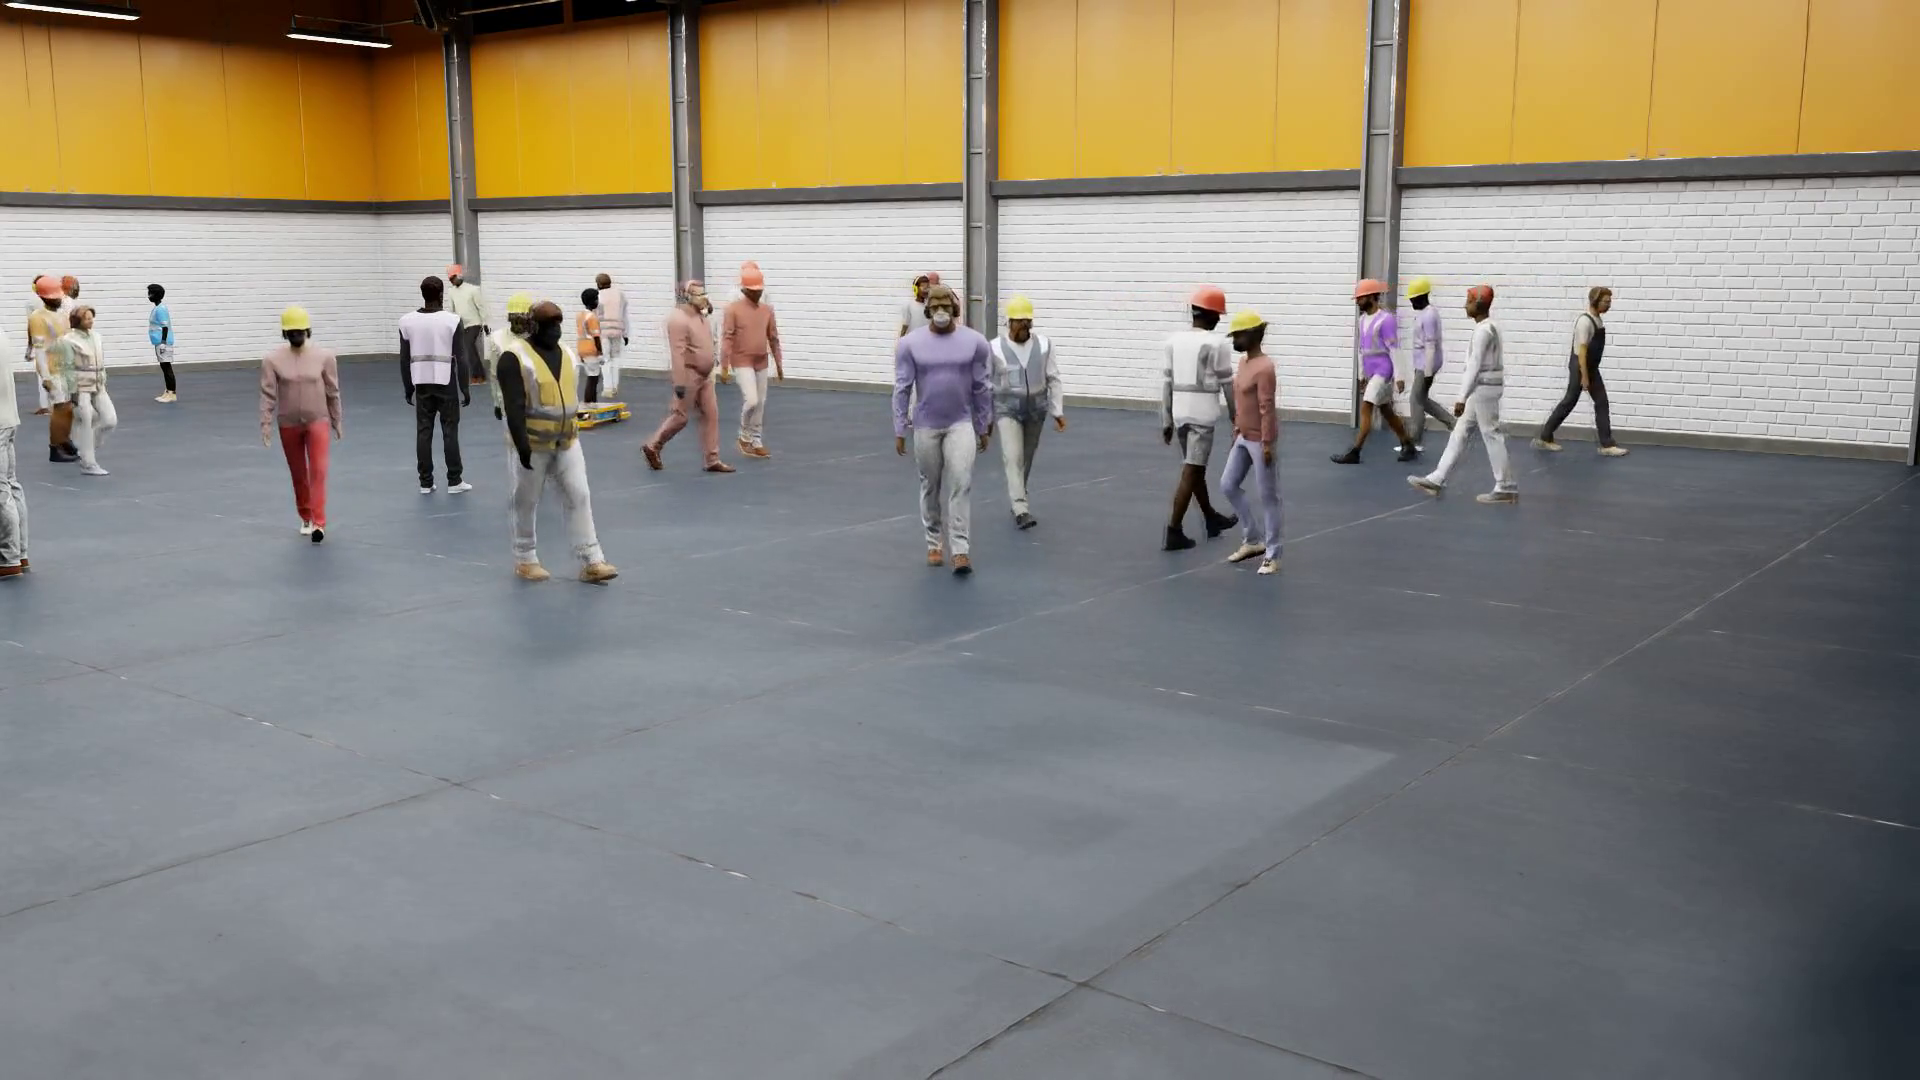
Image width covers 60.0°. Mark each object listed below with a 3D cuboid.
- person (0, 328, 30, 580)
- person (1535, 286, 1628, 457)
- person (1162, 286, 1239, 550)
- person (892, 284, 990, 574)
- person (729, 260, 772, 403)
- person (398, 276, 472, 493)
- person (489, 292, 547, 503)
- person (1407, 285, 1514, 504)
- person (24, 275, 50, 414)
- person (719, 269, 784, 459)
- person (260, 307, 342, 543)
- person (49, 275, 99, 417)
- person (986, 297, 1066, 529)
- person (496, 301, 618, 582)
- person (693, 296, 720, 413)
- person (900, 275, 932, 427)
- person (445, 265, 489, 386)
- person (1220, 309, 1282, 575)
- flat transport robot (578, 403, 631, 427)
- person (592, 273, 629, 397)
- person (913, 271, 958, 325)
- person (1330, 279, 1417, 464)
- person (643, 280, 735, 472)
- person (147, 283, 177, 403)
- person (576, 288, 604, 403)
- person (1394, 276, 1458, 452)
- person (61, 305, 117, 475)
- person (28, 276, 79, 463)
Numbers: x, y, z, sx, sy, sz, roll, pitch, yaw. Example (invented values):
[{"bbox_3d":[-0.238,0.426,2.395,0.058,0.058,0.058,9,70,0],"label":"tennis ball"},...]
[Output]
[{"bbox_3d":[-6.292,-0.698,10.770,0.352,1.936,0.635,-3,10,-17],"label":"person"},{"bbox_3d":[6.569,-1.783,17.546,0.969,1.791,0.535,9,13,42],"label":"person"},{"bbox_3d":[1.796,-0.883,12.034,0.952,1.879,0.541,-7,12,-37],"label":"person"},{"bbox_3d":[-0.118,-0.716,10.971,0.652,1.900,0.920,0,10,-2],"label":"person"},{"bbox_3d":[-2.916,-2.913,23.403,0.649,2.023,0.598,-3,10,-19],"label":"person"},{"bbox_3d":[-4.629,-1.363,14.692,0.598,1.917,0.378,1,10,3],"label":"person"},{"bbox_3d":[-3.765,-1.253,14.436,0.592,1.798,0.882,-1,10,-6],"label":"person"},{"bbox_3d":[4.292,-1.225,14.104,0.942,1.839,0.611,4,10,21],"label":"person"},{"bbox_3d":[-12.146,-2.602,22.123,0.397,1.861,0.578,7,12,36],"label":"person"},{"bbox_3d":[-2.127,-1.784,17.020,0.731,1.956,0.522,-9,13,-42],"label":"person"},{"bbox_3d":[-4.852,-0.844,12.246,0.550,1.712,0.920,-3,10,-17],"label":"person"},{"bbox_3d":[-11.554,-2.509,21.617,0.615,1.847,0.625,-5,11,-29],"label":"person"},{"bbox_3d":[0.482,-0.997,12.982,0.604,1.787,0.956,-3,10,-15],"label":"person"},{"bbox_3d":[-2.575,-0.601,10.589,0.880,1.807,0.632,9,13,41],"label":"person"},{"bbox_3d":[-3.324,-2.316,21.175,0.549,1.607,0.507,8,13,40],"label":"person"},{"bbox_3d":[-0.418,-2.256,20.089,0.565,1.848,0.670,-9,13,-43],"label":"person"},{"bbox_3d":[-7.927,-3.438,26.711,0.649,1.936,0.717,5,11,28],"label":"person"},{"bbox_3d":[1.955,-0.663,11.123,0.396,1.742,0.619,-2,10,-11],"label":"person"},{"bbox_3d":[-4.675,-1.564,20.654,0.652,0.197,1.431,2,10,12],"label":"flat transport robot"},{"bbox_3d":[-5.284,-3.031,24.652,0.661,1.828,0.617,-7,12,-37],"label":"person"},{"bbox_3d":[-0.377,-2.556,21.724,0.670,1.883,0.675,-4,11,-24],"label":"person"},{"bbox_3d":[4.272,-1.699,16.819,0.982,1.879,0.608,-2,10,-13],"label":"person"},{"bbox_3d":[-2.656,-1.579,16.100,0.870,1.877,0.651,4,10,20],"label":"person"},{"bbox_3d":[-11.362,-2.789,23.669,0.317,1.686,0.540,-6,11,-31],"label":"person"},{"bbox_3d":[-4.678,-2.367,21.228,0.391,1.687,0.546,-6,11,-29],"label":"person"},{"bbox_3d":[5.013,-1.849,17.632,0.672,1.880,0.644,2,10,14],"label":"person"},{"bbox_3d":[-8.309,-1.422,15.866,0.362,1.624,0.539,2,10,12],"label":"person"},{"bbox_3d":[-9.154,-1.730,16.918,0.404,1.886,0.731,0,10,-3],"label":"person"}]
